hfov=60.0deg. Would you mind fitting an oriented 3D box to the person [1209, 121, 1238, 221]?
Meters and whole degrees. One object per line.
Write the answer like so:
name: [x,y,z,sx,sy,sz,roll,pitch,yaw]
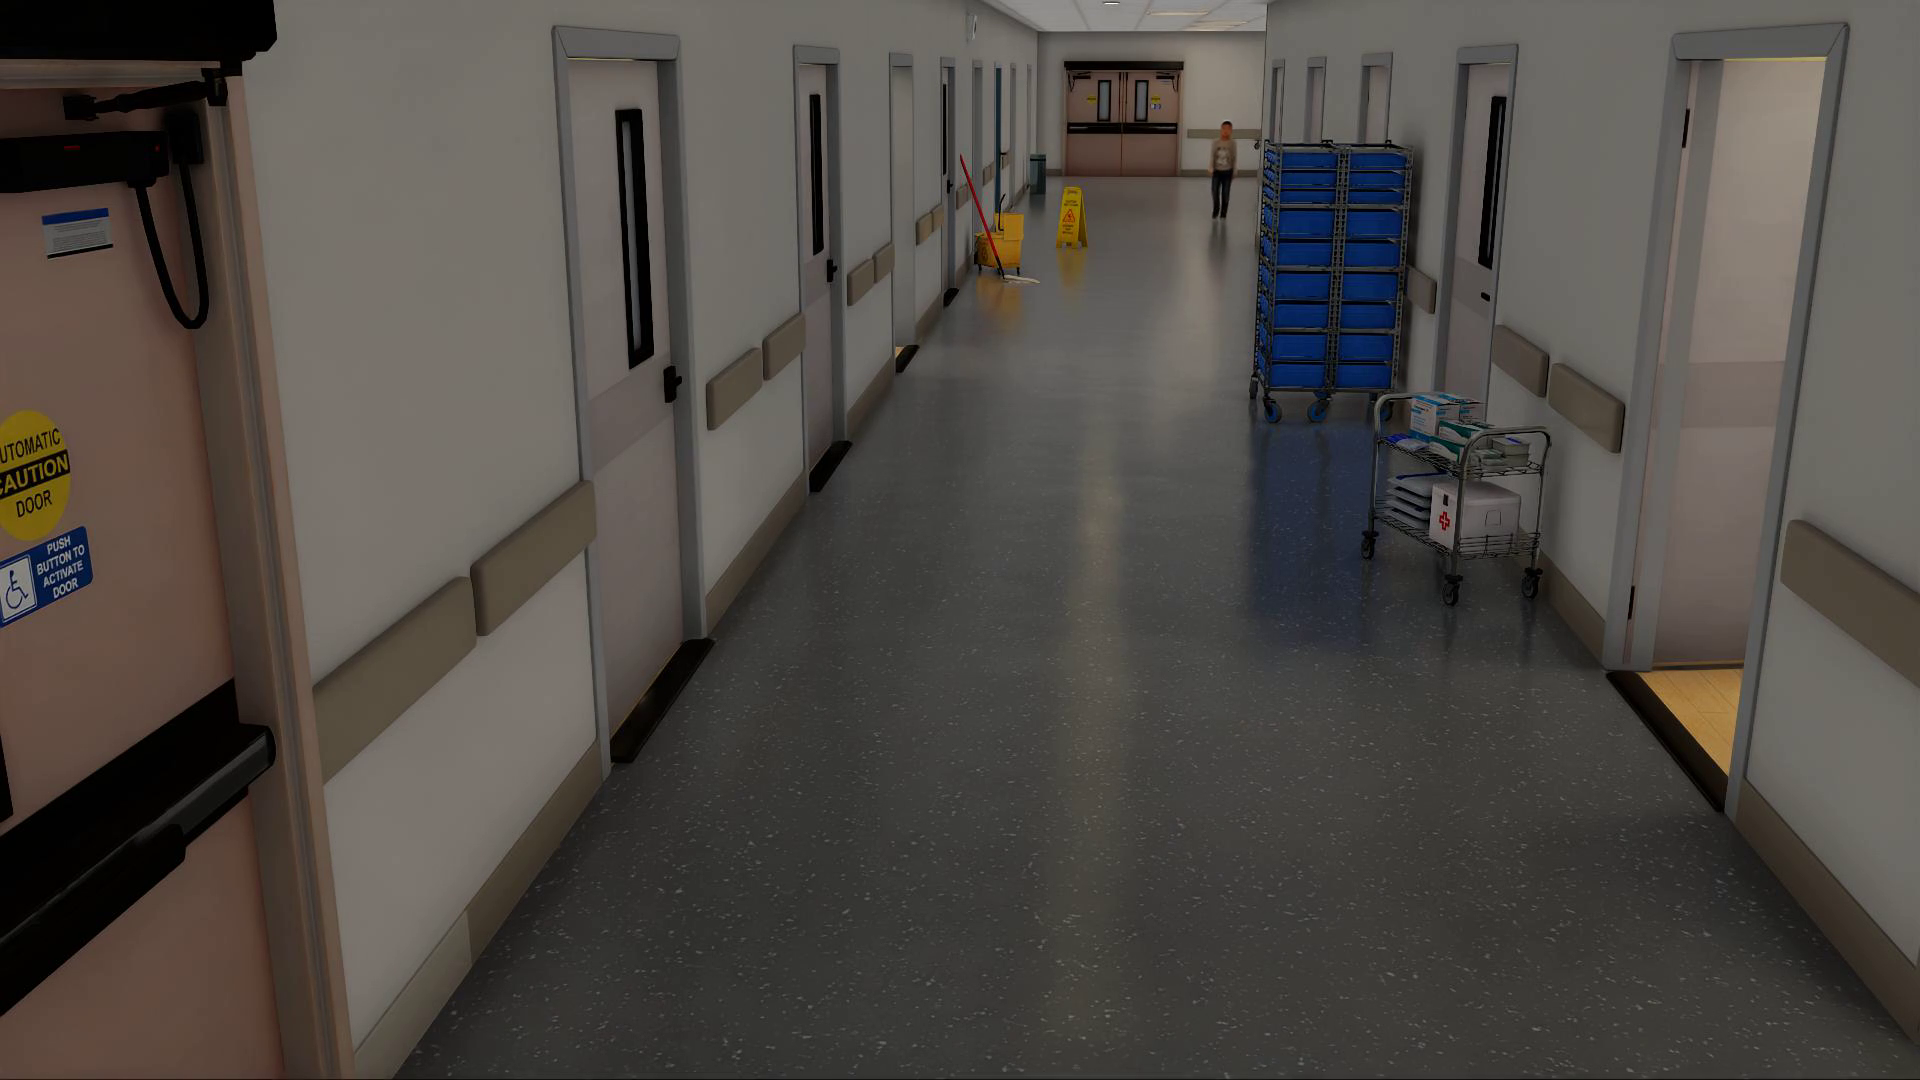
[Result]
person: [3.979,-5.566,25.096,0.616,1.454,0.612,4,16,12]
